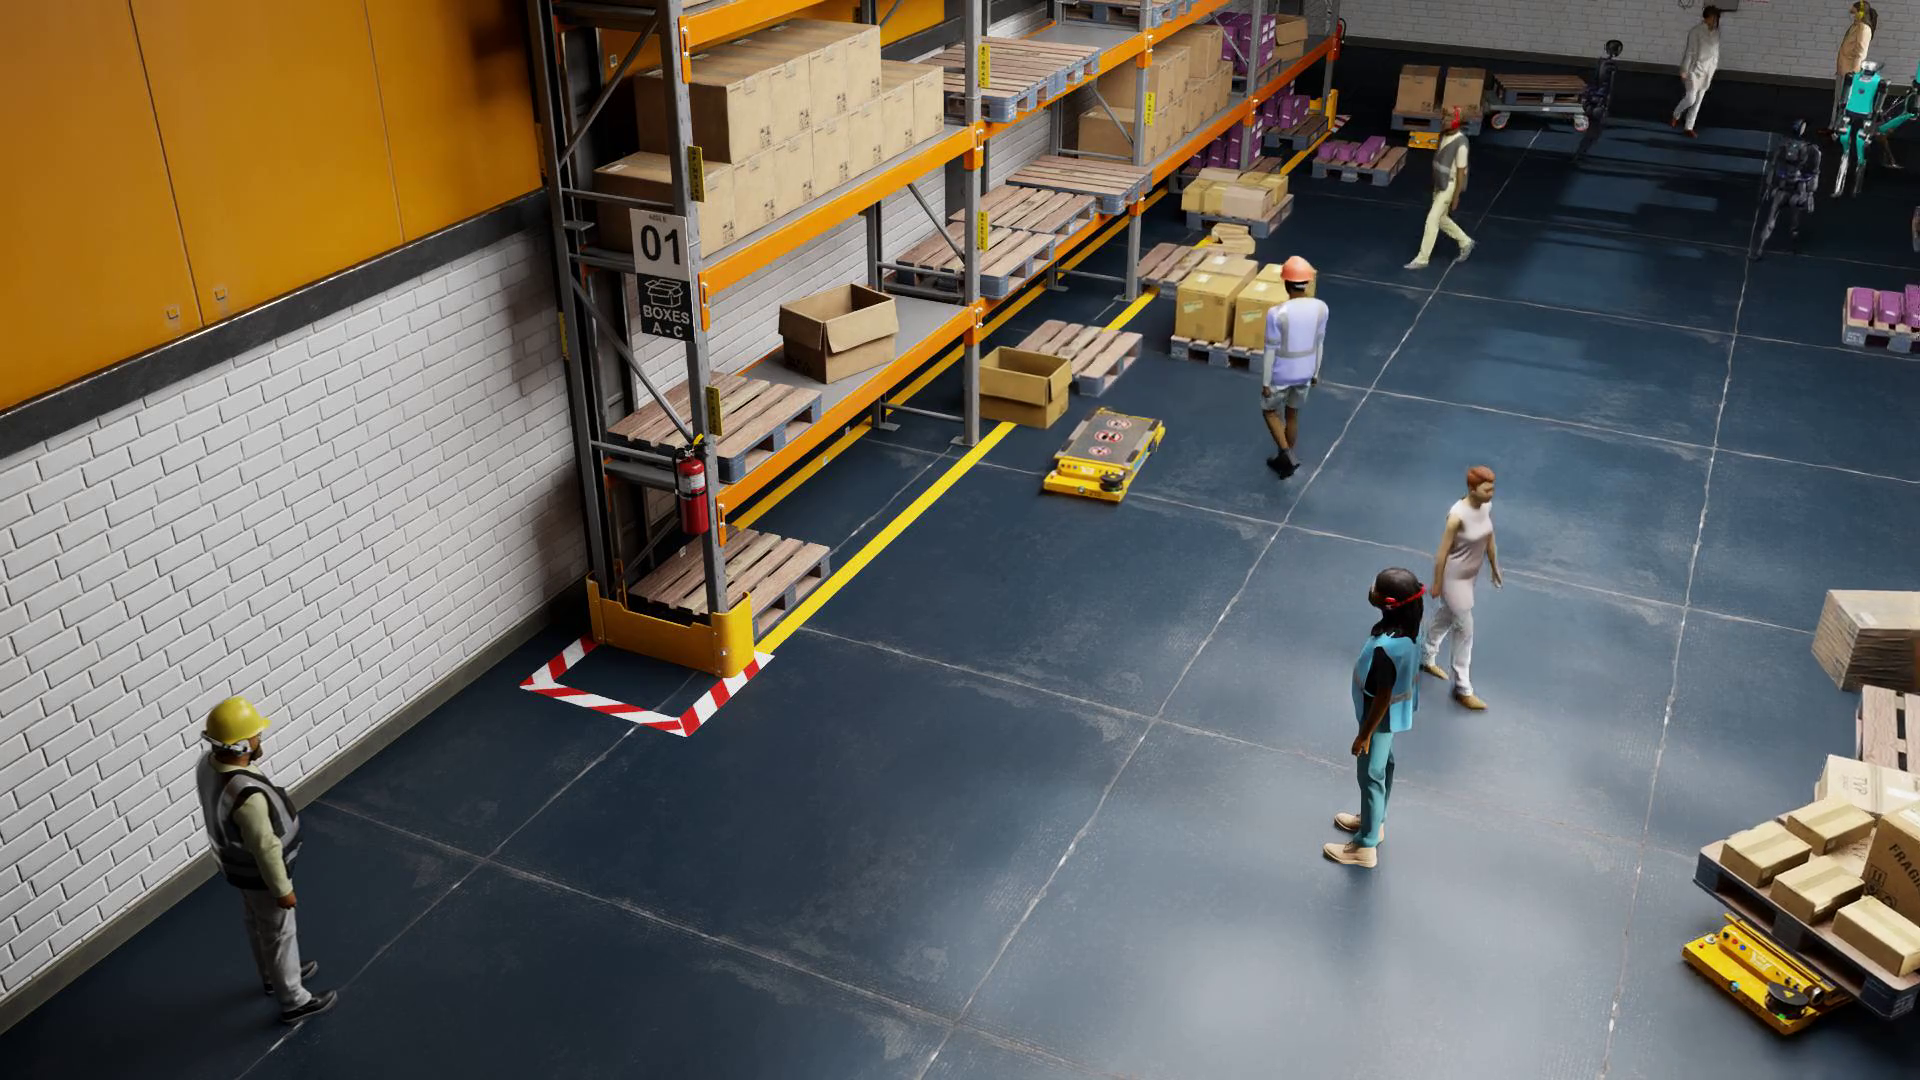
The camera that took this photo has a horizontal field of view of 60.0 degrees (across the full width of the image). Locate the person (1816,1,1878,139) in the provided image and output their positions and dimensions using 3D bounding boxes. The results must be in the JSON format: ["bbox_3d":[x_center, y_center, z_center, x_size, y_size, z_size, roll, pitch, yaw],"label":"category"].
[{"bbox_3d":[12.396,-6.542,23.170,0.390,1.874,0.563,4,29,7],"label":"person"}]

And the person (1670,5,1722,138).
[{"bbox_3d":[10.316,-6.544,23.232,0.533,1.819,0.453,-6,29,-11],"label":"person"}]

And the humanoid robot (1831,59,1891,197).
[{"bbox_3d":[11.168,-5.038,20.648,0.750,1.895,0.550,-24,37,-37],"label":"humanoid robot"}]

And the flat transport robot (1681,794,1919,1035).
[{"bbox_3d":[4.601,2.119,8.800,1.431,0.231,0.659,-14,31,-24],"label":"flat transport robot"}]

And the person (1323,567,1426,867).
[{"bbox_3d":[2.329,0.979,9.234,0.391,1.865,0.518,13,31,22],"label":"person"}]

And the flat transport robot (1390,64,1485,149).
[{"bbox_3d":[6.685,-5.751,23.391,0.659,0.231,1.431,8,29,15],"label":"flat transport robot"}]

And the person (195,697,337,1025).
[{"bbox_3d":[-3.434,1.573,8.178,0.403,1.825,0.589,-23,36,-36],"label":"person"}]

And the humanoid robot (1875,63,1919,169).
[{"bbox_3d":[12.310,-5.699,21.784,0.662,1.825,0.539,11,30,20],"label":"humanoid robot"}]

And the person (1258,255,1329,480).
[{"bbox_3d":[2.700,-1.351,13.505,0.543,1.919,0.556,-8,29,-14],"label":"person"}]

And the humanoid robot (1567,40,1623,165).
[{"bbox_3d":[8.376,-5.772,21.956,0.482,1.635,0.603,0,28,-1],"label":"humanoid robot"}]

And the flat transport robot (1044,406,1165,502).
[{"bbox_3d":[1.244,-0.744,14.108,0.659,0.231,1.431,10,30,19],"label":"flat transport robot"}]

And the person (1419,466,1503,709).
[{"bbox_3d":[3.332,0.285,10.768,0.434,1.629,0.758,-25,37,-38],"label":"person"}]

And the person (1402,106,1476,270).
[{"bbox_3d":[5.375,-3.869,18.274,0.811,1.817,0.574,-3,29,-6],"label":"person"}]

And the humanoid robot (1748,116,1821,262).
[{"bbox_3d":[9.267,-3.897,18.532,0.792,1.626,0.608,-21,34,-33],"label":"humanoid robot"}]
